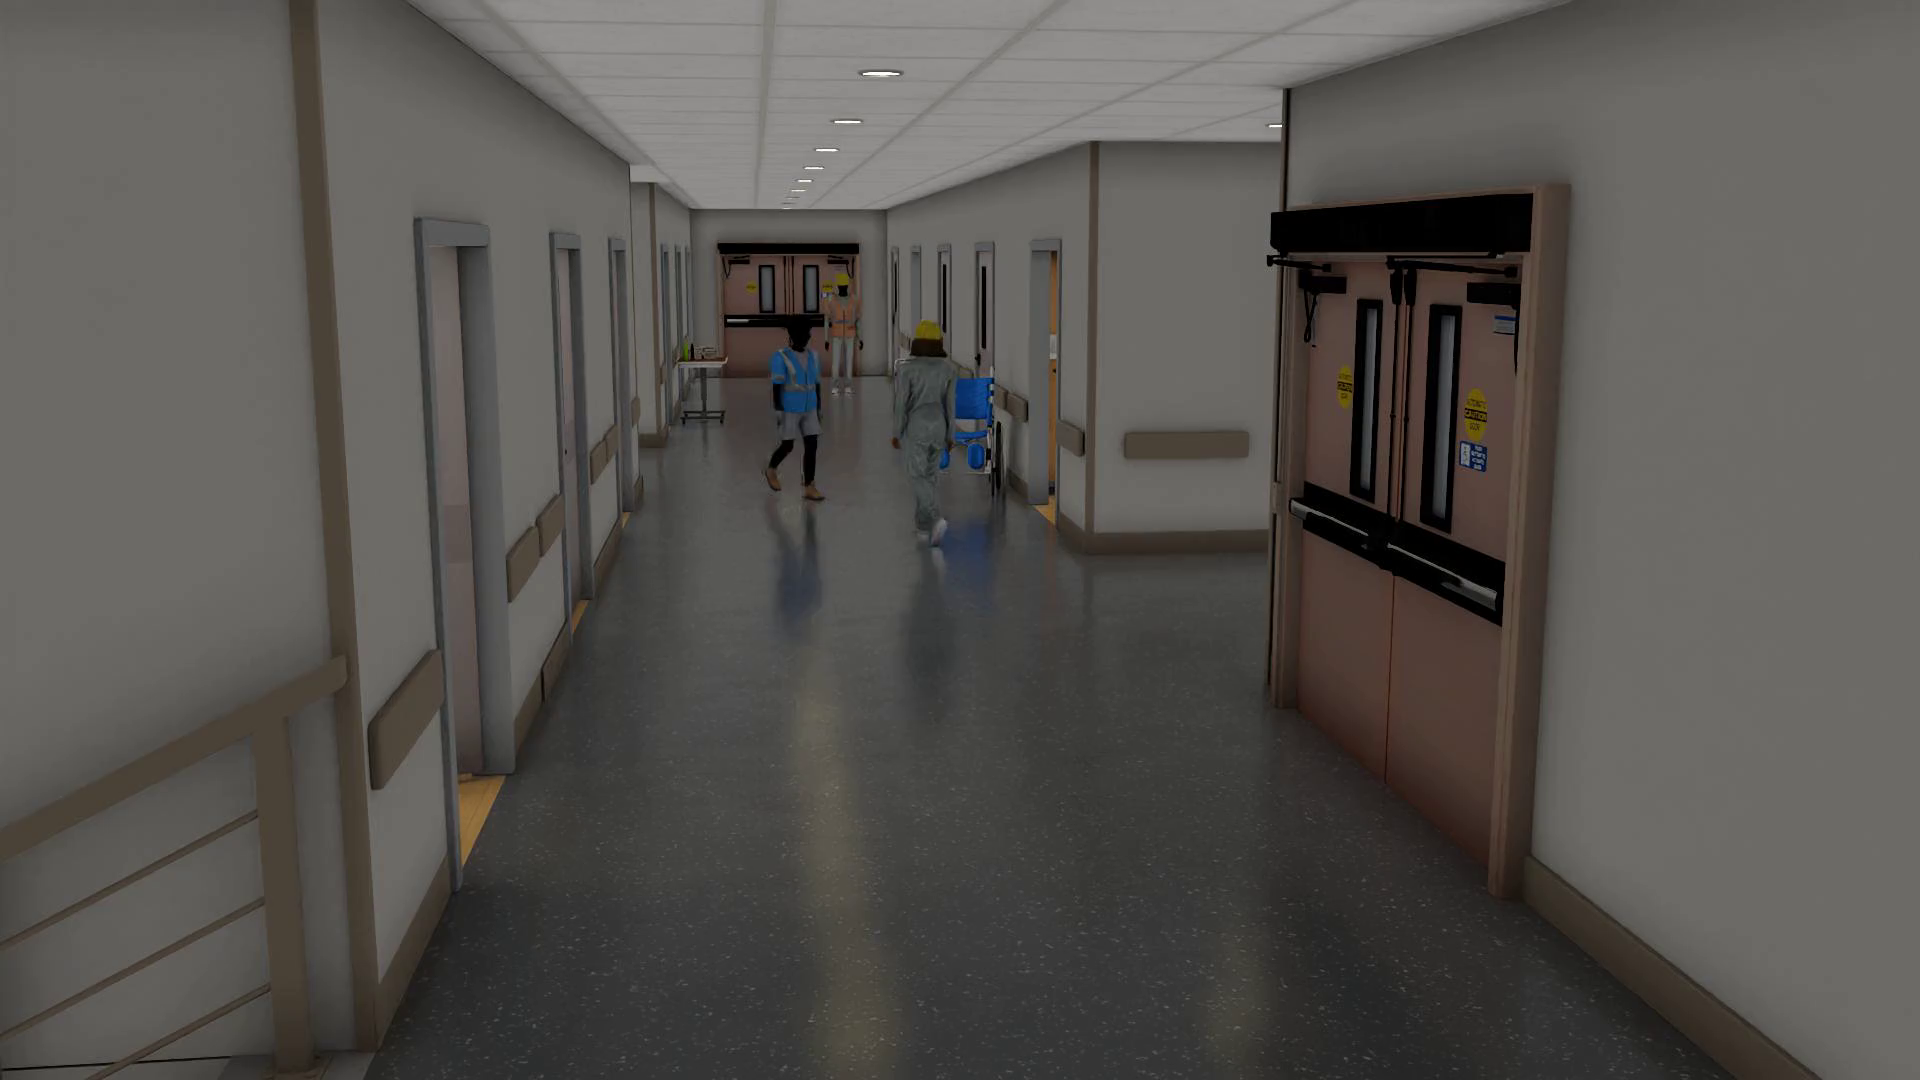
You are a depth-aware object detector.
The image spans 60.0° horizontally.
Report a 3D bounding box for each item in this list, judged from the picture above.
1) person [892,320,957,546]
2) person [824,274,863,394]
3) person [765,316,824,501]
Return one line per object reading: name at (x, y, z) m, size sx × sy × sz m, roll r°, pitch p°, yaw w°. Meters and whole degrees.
person at (-0.236, -0.830, 12.788) m, size 0.487 × 1.718 × 0.777 m, roll -5°, pitch 11°, yaw -29°
person at (-1.860, -3.262, 26.468) m, size 0.606 × 1.907 × 0.491 m, roll -2°, pitch 10°, yaw -9°
person at (-1.524, -1.201, 15.088) m, size 0.543 × 1.675 × 0.631 m, roll -8°, pitch 13°, yaw -39°
